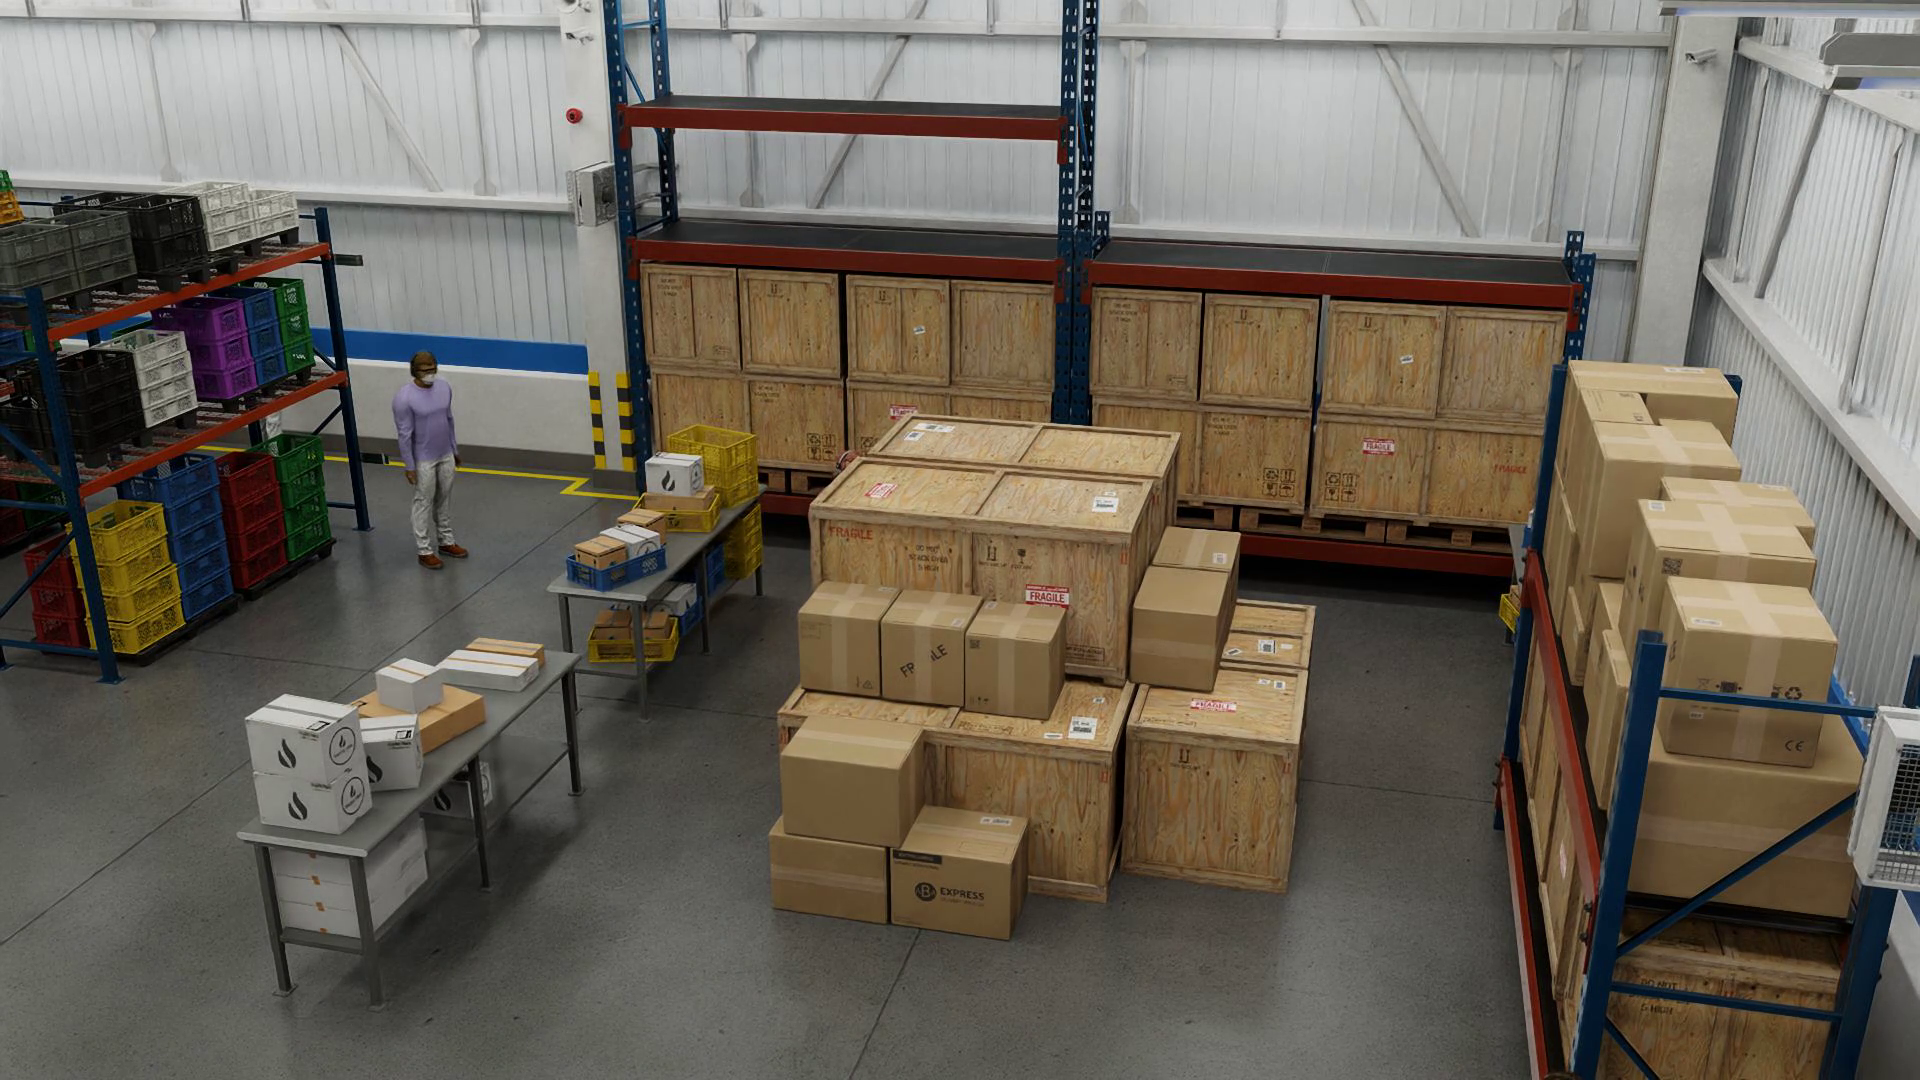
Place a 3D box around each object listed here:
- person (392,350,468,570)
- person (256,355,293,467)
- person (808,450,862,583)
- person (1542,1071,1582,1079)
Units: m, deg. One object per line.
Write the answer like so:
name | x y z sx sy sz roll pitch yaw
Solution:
person | -4.636 -0.722 14.580 0.355 1.936 0.633 11 23 26
person | -7.023 -1.557 16.840 0.574 1.883 0.356 17 27 37
person | -0.794 0.242 12.132 0.659 1.894 0.412 -19 28 -40
person | 2.007 2.657 5.872 0.429 1.843 0.633 -13 25 -31
